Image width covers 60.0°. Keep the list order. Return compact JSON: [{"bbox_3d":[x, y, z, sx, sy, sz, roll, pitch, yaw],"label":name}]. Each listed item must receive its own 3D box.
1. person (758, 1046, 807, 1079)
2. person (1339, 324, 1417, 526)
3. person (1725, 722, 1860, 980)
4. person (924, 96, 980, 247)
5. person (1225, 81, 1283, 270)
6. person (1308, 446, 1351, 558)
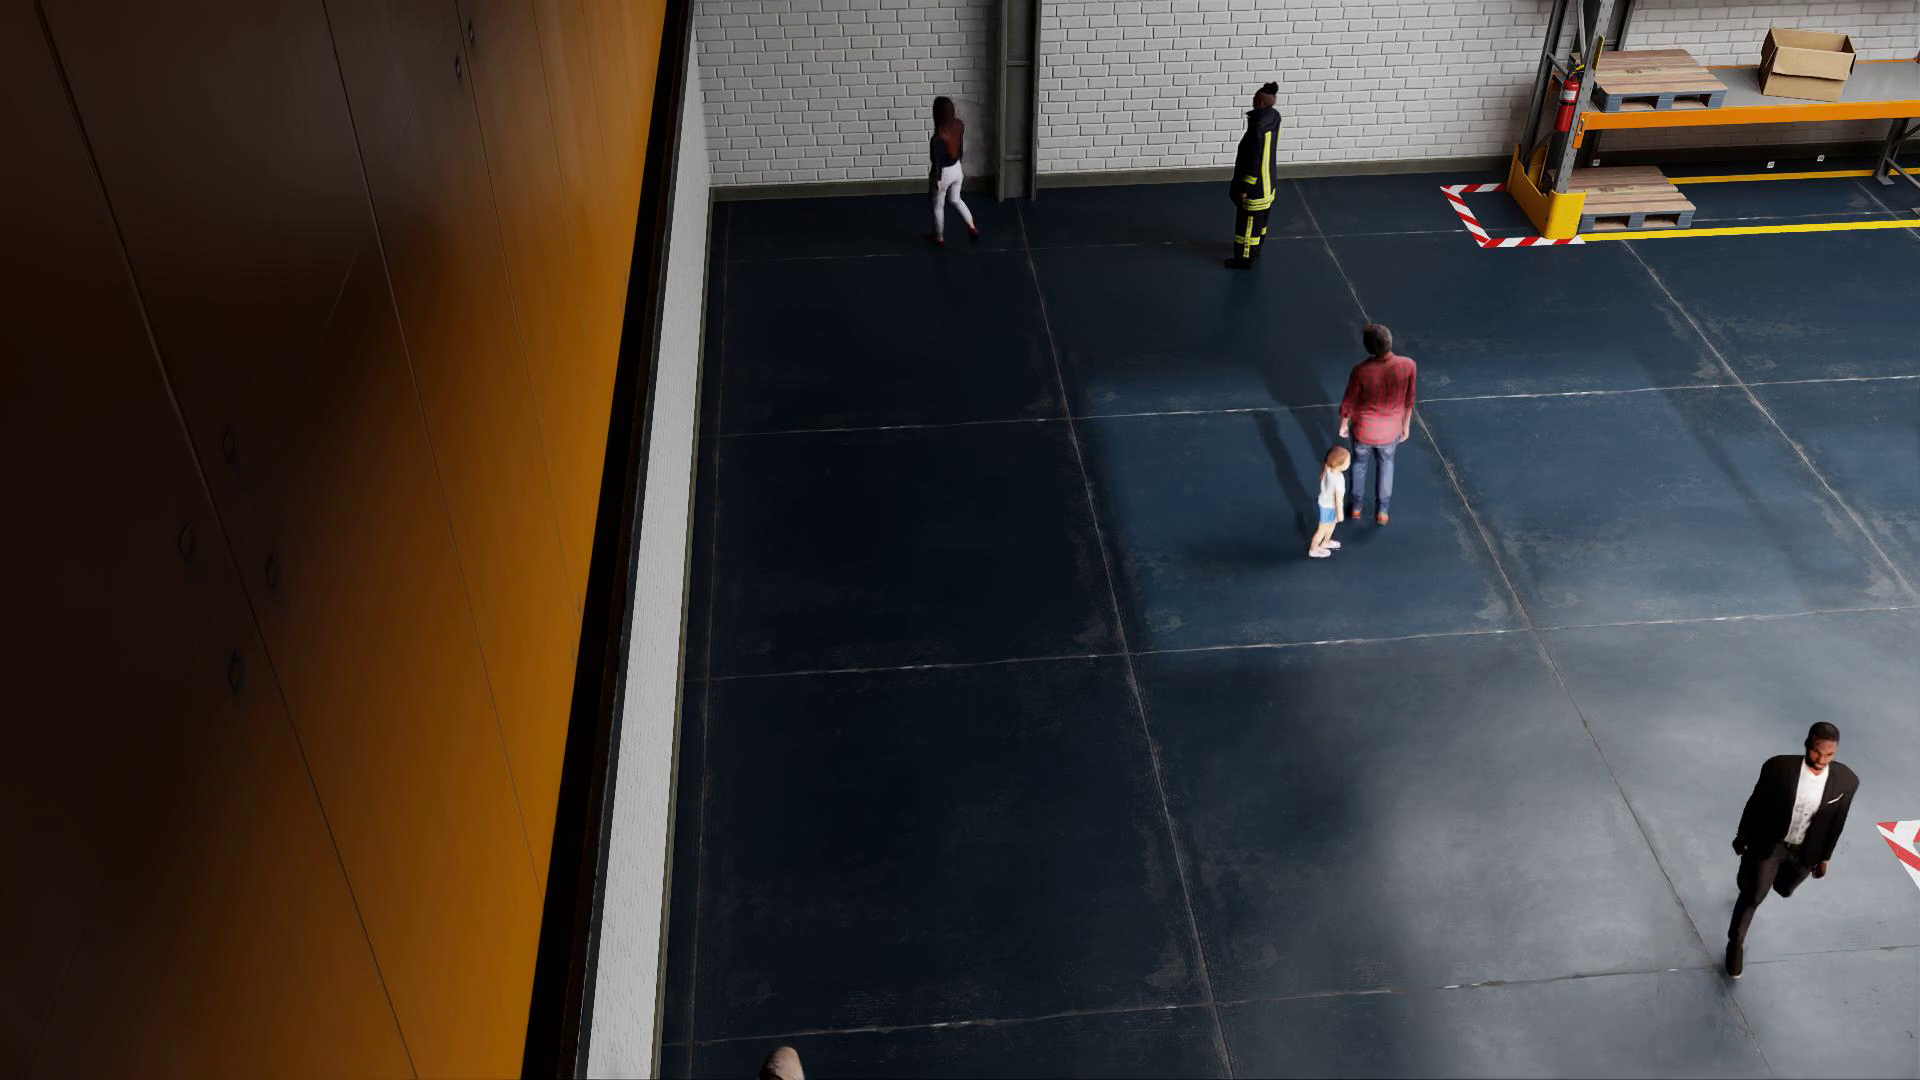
[{"bbox_3d":[-0.795,2.954,7.871,0.600,1.751,0.703,17,42,21],"label":"person"},{"bbox_3d":[3.121,-0.808,12.544,0.699,1.799,0.805,6,39,8],"label":"person"},{"bbox_3d":[4.678,1.666,9.459,1.060,1.783,0.928,9,39,11],"label":"person"},{"bbox_3d":[-0.082,-3.522,16.108,0.991,1.593,0.925,26,45,29],"label":"person"},{"bbox_3d":[2.824,-3.488,15.850,0.893,1.861,0.875,18,42,21],"label":"person"},{"bbox_3d":[2.735,-0.288,12.524,0.485,1.012,0.440,-1,39,-2],"label":"person"}]
